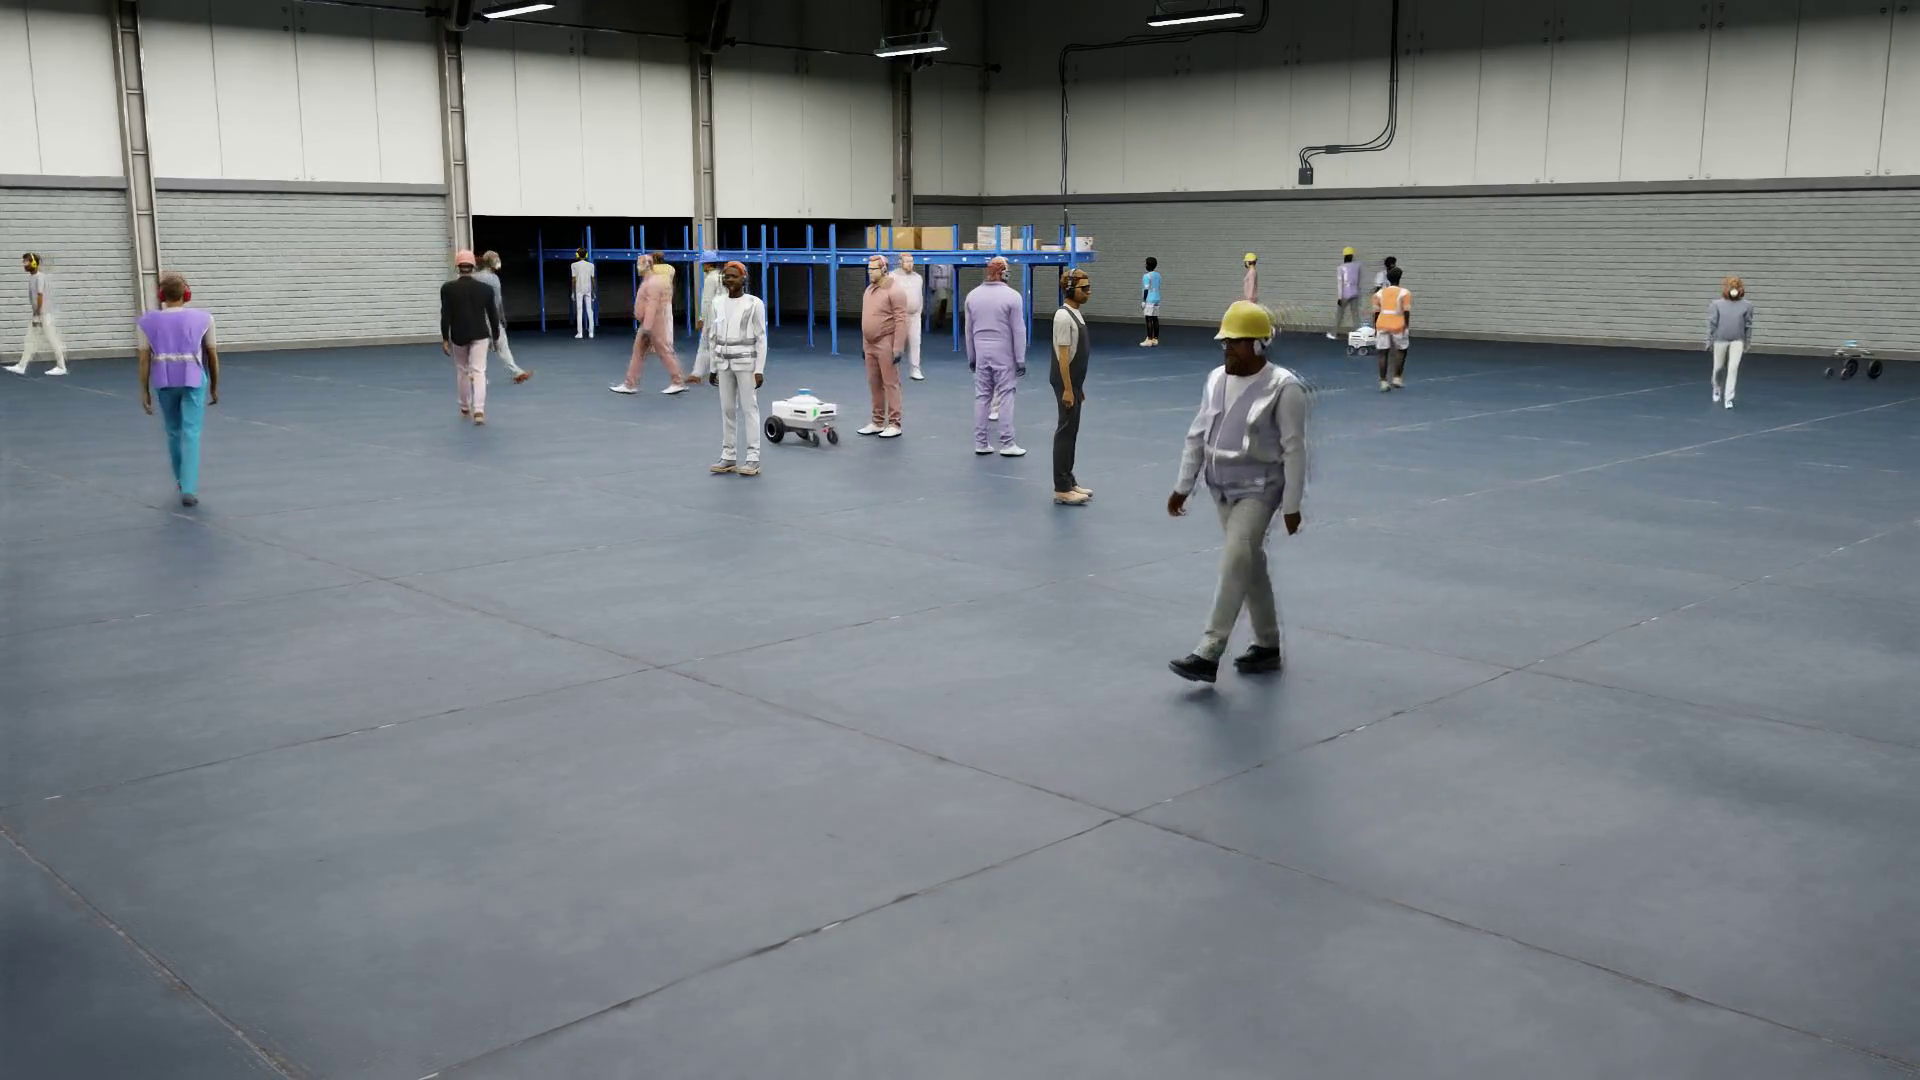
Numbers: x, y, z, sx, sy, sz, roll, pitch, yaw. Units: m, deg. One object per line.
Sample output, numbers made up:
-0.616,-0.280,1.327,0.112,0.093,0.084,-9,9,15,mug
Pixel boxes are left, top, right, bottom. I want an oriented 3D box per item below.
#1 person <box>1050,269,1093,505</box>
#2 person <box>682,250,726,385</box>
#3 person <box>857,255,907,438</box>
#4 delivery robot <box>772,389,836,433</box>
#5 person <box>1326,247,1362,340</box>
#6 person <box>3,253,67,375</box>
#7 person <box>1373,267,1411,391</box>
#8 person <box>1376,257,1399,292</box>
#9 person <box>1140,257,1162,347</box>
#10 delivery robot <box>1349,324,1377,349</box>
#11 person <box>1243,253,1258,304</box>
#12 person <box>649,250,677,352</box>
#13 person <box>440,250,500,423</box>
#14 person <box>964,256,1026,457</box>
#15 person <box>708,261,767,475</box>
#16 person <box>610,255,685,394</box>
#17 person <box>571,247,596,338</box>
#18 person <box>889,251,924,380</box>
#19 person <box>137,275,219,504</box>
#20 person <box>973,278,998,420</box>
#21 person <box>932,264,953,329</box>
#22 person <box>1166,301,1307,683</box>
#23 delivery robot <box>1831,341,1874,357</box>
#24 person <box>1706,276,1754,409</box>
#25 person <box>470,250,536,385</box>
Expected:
0.893,-1.223,13.230,0.344,1.846,0.506,2,11,13,person
-3.458,-3.124,23.467,0.989,1.907,0.613,0,10,-1,person
-0.842,-2.041,17.532,0.402,1.904,0.652,-8,13,-38,person
-1.599,-1.309,17.081,0.707,0.478,0.477,10,14,42,delivery robot
7.784,-4.934,33.394,0.603,1.873,0.969,-4,11,-19,person
-14.036,-3.399,25.125,0.913,1.829,0.559,-10,15,-44,person
5.912,-2.885,22.729,0.548,1.668,0.589,7,13,34,person
8.674,-4.891,33.669,0.553,1.674,0.507,-8,13,-37,person
3.649,-4.560,31.829,0.318,1.699,0.533,8,13,36,person
7.242,-3.622,29.694,0.477,0.478,0.707,9,14,40,delivery robot
5.603,-4.658,32.175,0.320,1.767,0.534,3,11,15,person
-5.473,-4.355,30.318,0.626,1.846,0.429,-7,13,-34,person
-5.573,-2.318,18.958,0.647,1.939,1.045,-4,11,-19,person
0.368,-1.766,16.025,0.652,1.906,0.403,7,12,33,person
-1.988,-1.527,14.778,0.584,1.884,0.347,6,12,28,person
-4.142,-2.861,22.136,0.991,1.853,0.666,-4,11,-21,person
-7.804,-5.119,34.441,0.514,1.865,0.313,-6,12,-29,person
-0.839,-3.348,24.736,0.647,1.881,0.862,-6,12,-28,person
-6.243,-1.214,13.344,0.557,1.788,0.989,-3,11,-16,person
0.368,-2.192,19.084,0.536,1.625,0.370,4,11,23,person
-0.299,-5.724,37.582,0.565,1.907,0.873,-9,14,-42,person
1.263,-0.224,7.912,0.869,1.792,0.594,-6,12,-29,person
13.354,-2.864,24.853,0.698,0.223,0.335,-5,11,-23,delivery robot
9.543,-2.465,20.641,0.511,1.616,0.685,4,11,23,person
-6.534,-3.121,23.454,1.032,1.884,0.654,-1,10,-3,person
